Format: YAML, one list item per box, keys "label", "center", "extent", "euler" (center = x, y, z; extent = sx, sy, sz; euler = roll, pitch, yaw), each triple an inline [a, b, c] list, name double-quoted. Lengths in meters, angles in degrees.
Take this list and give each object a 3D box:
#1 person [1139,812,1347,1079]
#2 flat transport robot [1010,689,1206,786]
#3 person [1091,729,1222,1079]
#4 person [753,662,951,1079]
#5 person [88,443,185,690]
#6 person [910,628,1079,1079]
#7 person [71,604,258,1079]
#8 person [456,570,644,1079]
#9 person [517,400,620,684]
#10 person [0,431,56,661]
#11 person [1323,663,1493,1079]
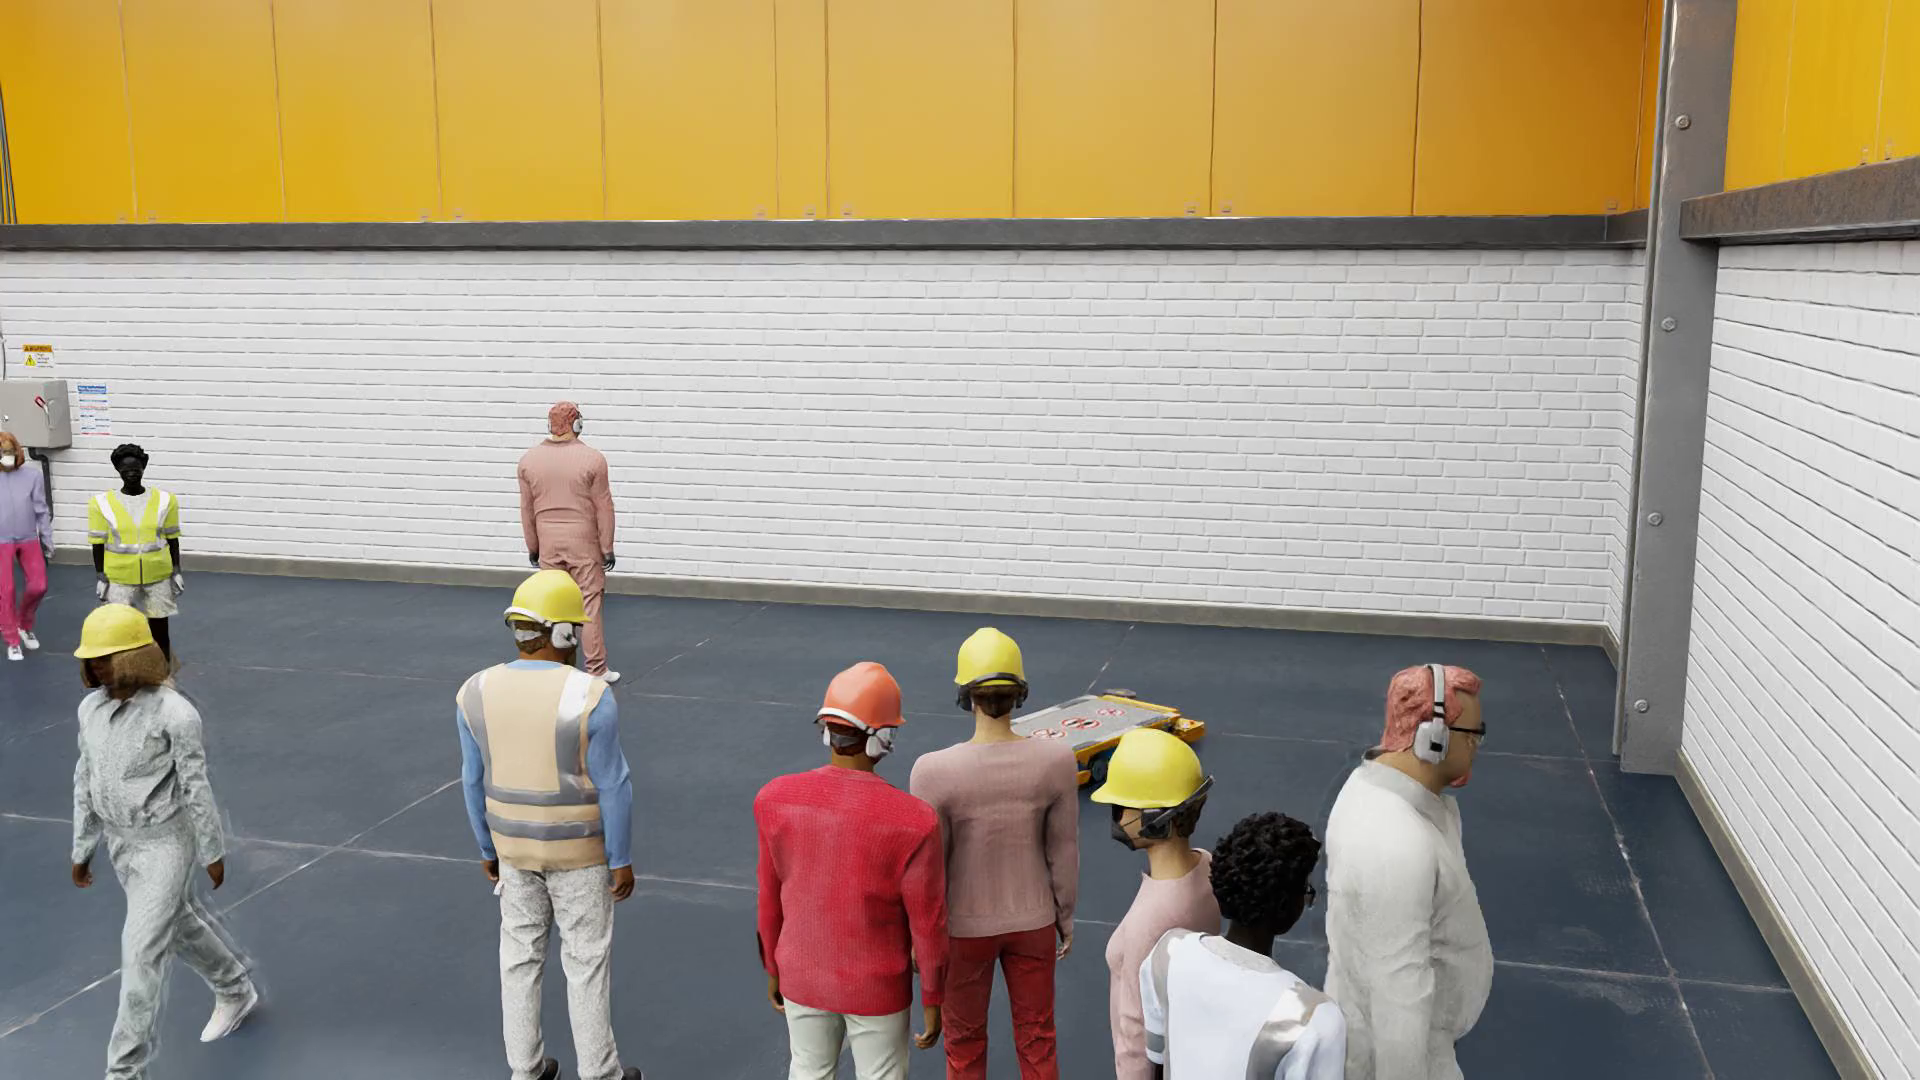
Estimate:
- label: "person"
  center: [0.597, 1.403, 3.558]
  extent: [0.320, 1.686, 0.538]
  euler: [-8, 13, -40]
- label: "flat transport robot"
  center: [0.726, 1.112, 9.427]
  extent: [0.652, 0.197, 1.431]
  euler: [8, 13, 41]
- label: "person"
  center: [0.464, 1.305, 3.922]
  extent: [0.341, 1.760, 0.525]
  euler: [4, 10, 23]
- label: "person"
  center: [-0.288, 1.196, 4.625]
  extent: [0.573, 1.738, 0.352]
  euler: [4, 10, 20]
- label: "person"
  center: [-5.129, 0.236, 10.389]
  extent: [0.535, 1.697, 0.322]
  euler: [-6, 12, -33]
- label: "person"
  center: [0.094, 1.132, 4.923]
  extent: [0.533, 1.765, 0.326]
  euler: [-3, 10, -19]
- label: "person"
  center: [-2.768, 1.030, 5.713]
  extent: [0.498, 1.698, 0.909]
  euler: [4, 10, 22]
- label: "person"
  center: [-1.335, 1.004, 5.504]
  extent: [0.586, 1.823, 0.403]
  euler: [3, 10, 16]
- label: "person"
  center: [-2.566, 0.030, 10.999]
  extent: [0.638, 1.906, 0.408]
  euler: [2, 10, 11]
- label: "person"
  center: [-6.720, 0.032, 11.805]
  extent: [0.366, 1.628, 0.522]
  euler: [9, 13, 42]
- label: "person"
  center: [1.091, 1.227, 4.041]
  extent: [0.413, 1.888, 0.662]
  euler: [1, 10, 8]
